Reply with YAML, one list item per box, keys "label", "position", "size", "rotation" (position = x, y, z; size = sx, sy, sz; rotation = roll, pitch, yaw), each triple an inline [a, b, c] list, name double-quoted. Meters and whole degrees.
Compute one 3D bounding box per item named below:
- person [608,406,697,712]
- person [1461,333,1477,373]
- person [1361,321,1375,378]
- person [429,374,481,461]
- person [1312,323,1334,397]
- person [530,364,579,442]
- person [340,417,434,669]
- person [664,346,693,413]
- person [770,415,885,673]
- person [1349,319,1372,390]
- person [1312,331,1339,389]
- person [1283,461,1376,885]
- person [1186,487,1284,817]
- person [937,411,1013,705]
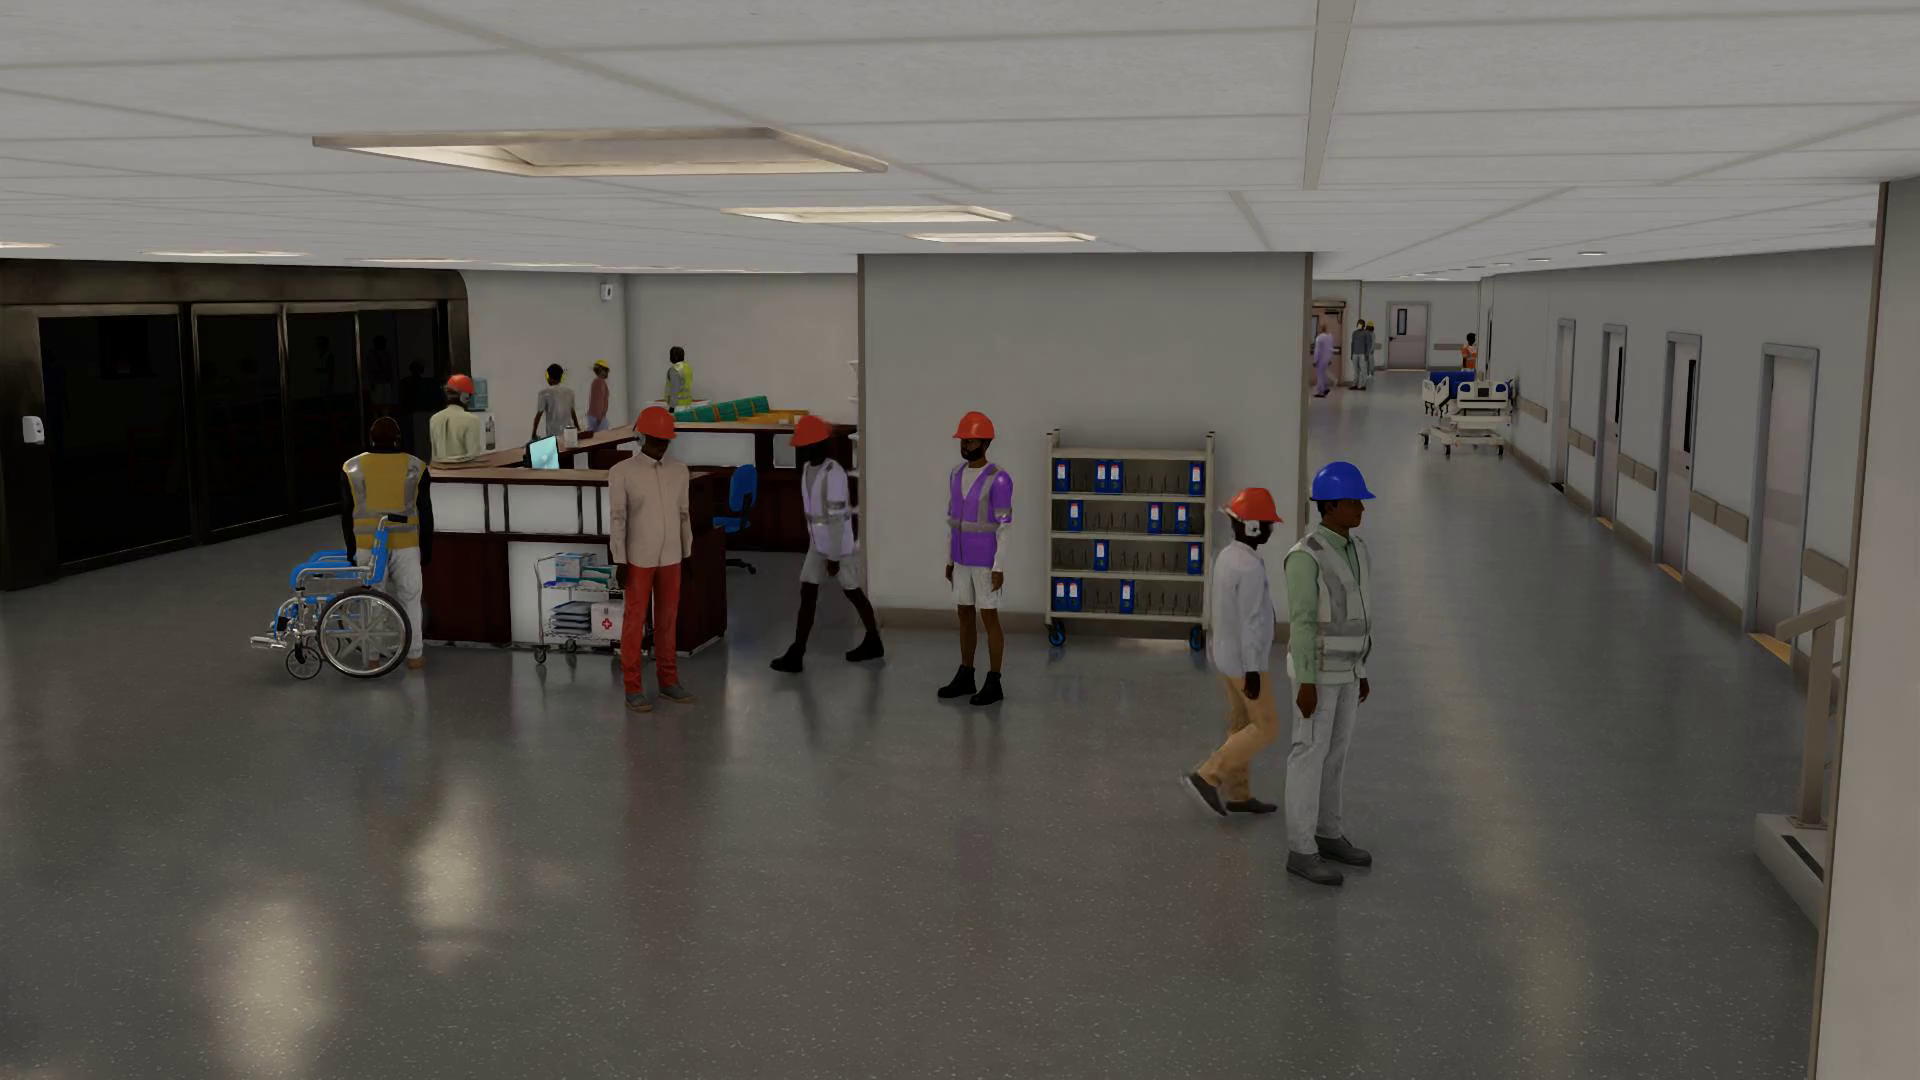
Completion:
- label: "person"
  position: [-1.999, 0.114, 10.889]
  size: [0.610, 1.990, 0.390]
  rotation: [-8, 12, -43]
- label: "person"
  position: [12.368, -4.188, 40.405]
  size: [0.540, 1.696, 0.317]
  rotation: [-8, 12, -42]
- label: "person"
  position: [12.731, -5.925, 51.774]
  size: [0.290, 1.746, 0.487]
  rotation: [-3, 9, -20]
- label: "person"
  position: [-4.692, -0.590, 15.727]
  size: [0.658, 1.938, 0.826]
  rotation: [4, 9, 22]
- label: "person"
  position: [9.179, -4.567, 42.254]
  size: [0.670, 1.894, 0.431]
  rotation: [-8, 12, -43]
- label: "person"
  position: [-5.059, -1.266, 20.633]
  size: [0.892, 1.808, 0.642]
  rotation: [7, 11, 39]
- label: "person"
  position: [-4.101, 0.034, 11.954]
  size: [0.628, 1.836, 0.429]
  rotation: [-3, 9, -18]
- label: "person"
  position: [-4.478, -2.153, 26.432]
  size: [0.429, 1.842, 0.637]
  rotation: [2, 9, 15]
- label: "person"
  position: [-0.937, 0.024, 11.987]
  size: [1.023, 1.865, 0.540]
  rotation: [-7, 11, -40]
- label: "person"
  position: [10.892, -5.042, 45.278]
  size: [0.371, 1.940, 0.630]
  rotation: [-7, 11, -38]
- label: "person"
  position: [10.108, -4.964, 45.866]
  size: [0.766, 1.609, 0.516]
  rotation: [-2, 9, -10]
- label: "person"
  position: [1.726, 0.604, 7.772]
  size: [0.381, 1.951, 0.605]
  rotation: [7, 11, 38]
- label: "person"
  position: [1.445, 0.592, 8.551]
  size: [0.424, 1.735, 0.576]
  rotation: [0, 9, -3]
- label: "person"
  position: [0.098, 0.118, 11.022]
  size: [0.354, 1.942, 0.545]
  rotation: [-8, 12, -44]
